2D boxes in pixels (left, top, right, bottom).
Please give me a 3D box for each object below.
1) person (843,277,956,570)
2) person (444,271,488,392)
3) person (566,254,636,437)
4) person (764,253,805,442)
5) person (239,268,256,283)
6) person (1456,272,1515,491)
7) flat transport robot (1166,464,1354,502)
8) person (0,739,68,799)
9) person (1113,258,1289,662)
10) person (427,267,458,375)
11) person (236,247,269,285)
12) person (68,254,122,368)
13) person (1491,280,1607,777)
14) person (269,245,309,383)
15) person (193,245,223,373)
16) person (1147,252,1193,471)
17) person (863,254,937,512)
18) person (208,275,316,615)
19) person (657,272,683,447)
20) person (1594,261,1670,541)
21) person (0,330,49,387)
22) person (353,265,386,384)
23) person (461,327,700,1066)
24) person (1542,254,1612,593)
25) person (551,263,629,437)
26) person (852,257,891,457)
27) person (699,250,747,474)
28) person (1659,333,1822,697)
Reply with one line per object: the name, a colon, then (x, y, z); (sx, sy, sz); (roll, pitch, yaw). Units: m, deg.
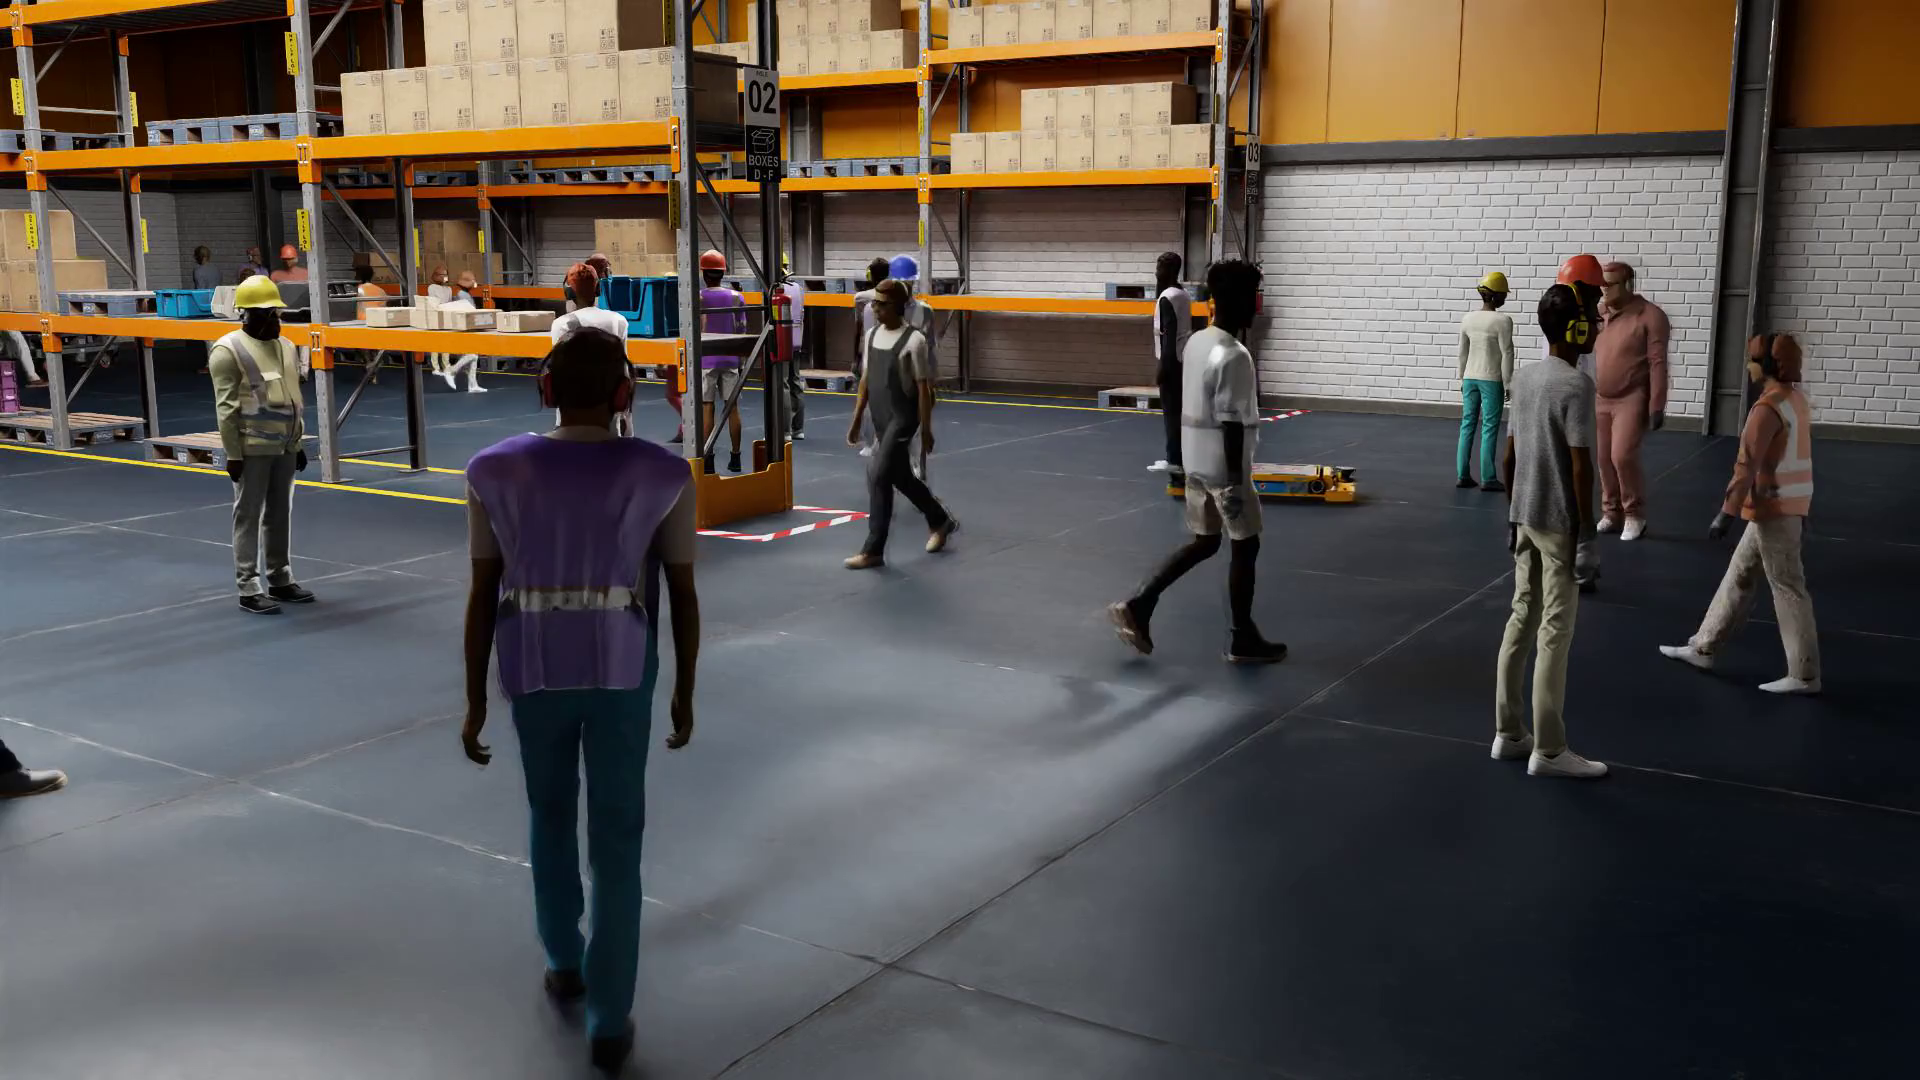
person: (-0.348, -0.747, 10.457); (0.945, 1.807, 0.494); (-8, 13, -38)
person: (-6.565, -2.756, 22.035); (0.442, 1.614, 0.507); (0, 10, -1)
person: (-3.122, -1.528, 14.482); (0.642, 1.905, 0.399); (-6, 12, -32)
person: (-1.789, -1.932, 16.681); (0.392, 1.917, 0.589); (6, 12, 32)
person: (-11.135, -3.471, 26.119); (0.873, 1.579, 0.522); (3, 11, 17)
person: (4.277, -1.281, 13.490); (0.327, 1.767, 0.533); (-6, 12, -31)
flat transport robot: (2.381, -0.471, 13.144); (1.431, 0.197, 0.652); (2, 10, 12)
person: (-3.809, 0.007, 5.861); (0.937, 1.956, 0.620); (-5, 11, -26)
person: (1.177, -0.358, 7.893); (0.768, 1.943, 0.616); (-3, 11, -15)
person: (-7.796, -3.291, 25.017); (0.277, 1.629, 0.496); (5, 11, 25)
person: (-11.370, -3.780, 26.952); (0.409, 1.908, 0.639); (3, 11, 16)
person: (-13.928, -3.670, 26.609); (0.604, 1.809, 0.742); (7, 12, 34)
person: (2.259, -0.040, 6.321); (0.328, 1.874, 0.518); (-3, 11, -15)
person: (-9.462, -3.192, 23.580); (0.655, 1.937, 1.022); (-2, 11, -13)
person: (-11.459, -3.507, 25.346); (0.372, 1.940, 0.632); (1, 10, 6)
person: (1.855, -1.556, 14.596); (0.402, 1.915, 0.604); (4, 11, 20)
person: (-0.461, -1.187, 12.520); (0.624, 1.921, 0.709); (-5, 11, -27)
person: (-3.794, -0.523, 9.104); (0.404, 1.832, 0.592); (3, 11, 17)
person: (-2.729, -1.760, 16.291); (0.529, 1.725, 0.576); (3, 11, 15)
person: (4.485, -0.940, 11.310); (0.454, 1.881, 0.663); (-6, 12, -31)
person: (-13.132, -2.986, 22.783); (1.012, 1.836, 0.587); (-5, 11, -24)
person: (-8.277, -3.013, 23.315); (0.426, 1.674, 0.571); (8, 13, 38)
person: (-0.954, 0.368, 4.248); (0.581, 1.798, 0.736); (-1, 10, -7)
person: (3.538, -0.673, 9.644); (0.356, 1.939, 0.543); (2, 10, 9)
person: (-2.296, -0.774, 10.360); (0.360, 1.882, 0.575); (8, 13, 36)
person: (-0.752, -1.700, 15.559); (0.511, 1.861, 0.312); (-3, 11, -14)
person: (-2.124, -1.542, 14.459); (0.543, 1.939, 0.356); (-5, 11, -26)
person: (3.542, -0.119, 7.477); (0.803, 1.600, 0.533); (8, 13, 36)
